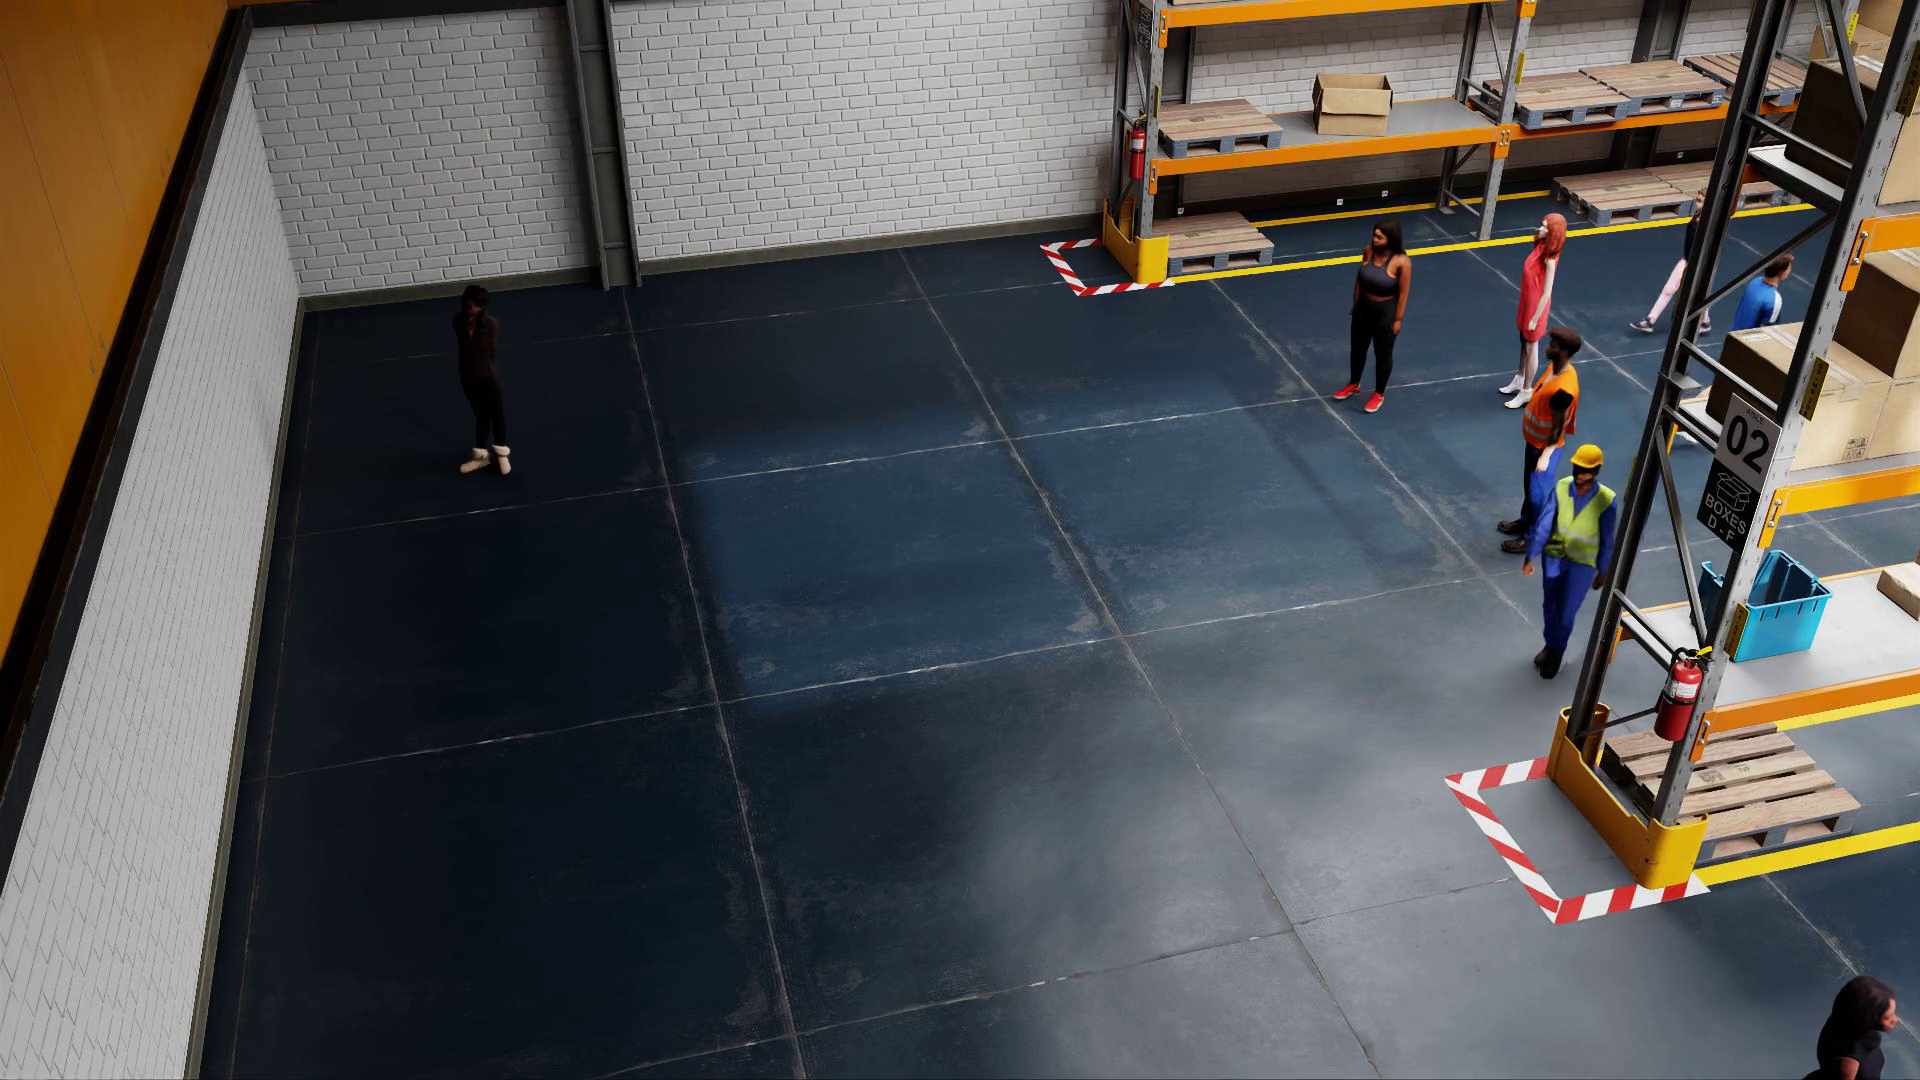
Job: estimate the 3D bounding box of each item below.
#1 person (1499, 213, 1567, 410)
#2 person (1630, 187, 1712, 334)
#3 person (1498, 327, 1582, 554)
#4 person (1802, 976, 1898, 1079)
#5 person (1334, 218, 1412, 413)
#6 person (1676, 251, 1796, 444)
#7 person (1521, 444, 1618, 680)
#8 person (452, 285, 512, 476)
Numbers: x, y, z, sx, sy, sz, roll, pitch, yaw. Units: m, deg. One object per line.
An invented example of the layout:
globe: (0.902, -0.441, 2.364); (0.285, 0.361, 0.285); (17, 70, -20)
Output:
person: (5.113, -2.045, 14.792); (0.625, 1.826, 0.654); (3, 34, 5)
person: (7.120, -2.641, 15.971); (1.046, 1.513, 0.564); (-6, 34, -9)
person: (4.518, -0.773, 12.822); (0.770, 1.888, 0.773); (5, 34, 7)
person: (4.025, 2.680, 7.760); (0.724, 1.741, 0.664); (18, 37, 24)
person: (3.709, -2.025, 14.771); (0.786, 1.814, 0.781); (-28, 43, -35)
person: (6.596, -1.595, 14.106); (1.228, 1.835, 0.741); (-5, 34, -8)
person: (4.300, 0.099, 11.590); (0.825, 1.799, 0.853); (27, 42, 35)
person: (-3.974, -1.345, 13.900); (0.736, 1.646, 0.812); (-24, 41, -32)
